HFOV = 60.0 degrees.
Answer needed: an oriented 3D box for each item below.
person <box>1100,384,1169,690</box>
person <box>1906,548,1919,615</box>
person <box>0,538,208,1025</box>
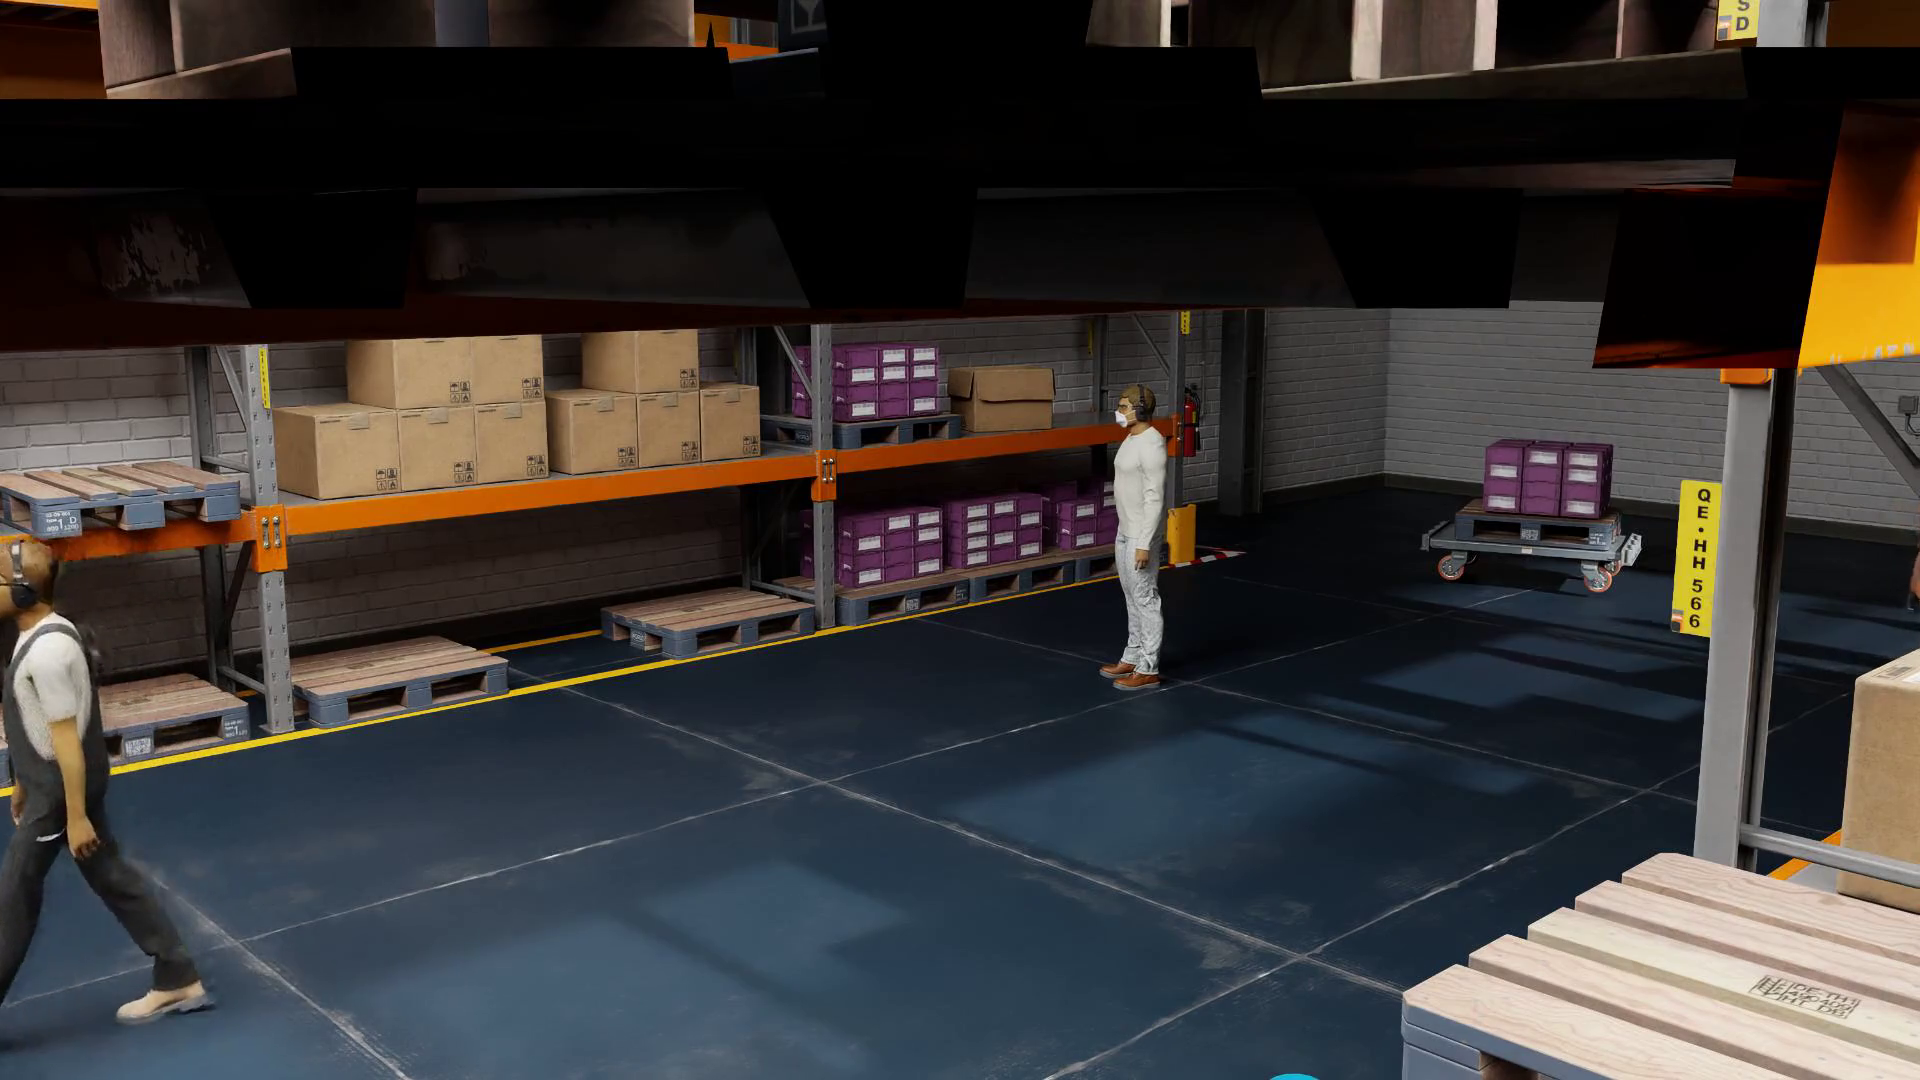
[{"bbox_3d":[1.124,-0.021,10.560,0.372,1.940,0.632,-1,10,-9],"label":"person"},{"bbox_3d":[5.638,0.347,9.377,0.620,1.603,0.531,-2,10,-14],"label":"person"},{"bbox_3d":[-3.164,0.875,5.750,0.989,1.790,0.532,-4,11,-24],"label":"person"}]
